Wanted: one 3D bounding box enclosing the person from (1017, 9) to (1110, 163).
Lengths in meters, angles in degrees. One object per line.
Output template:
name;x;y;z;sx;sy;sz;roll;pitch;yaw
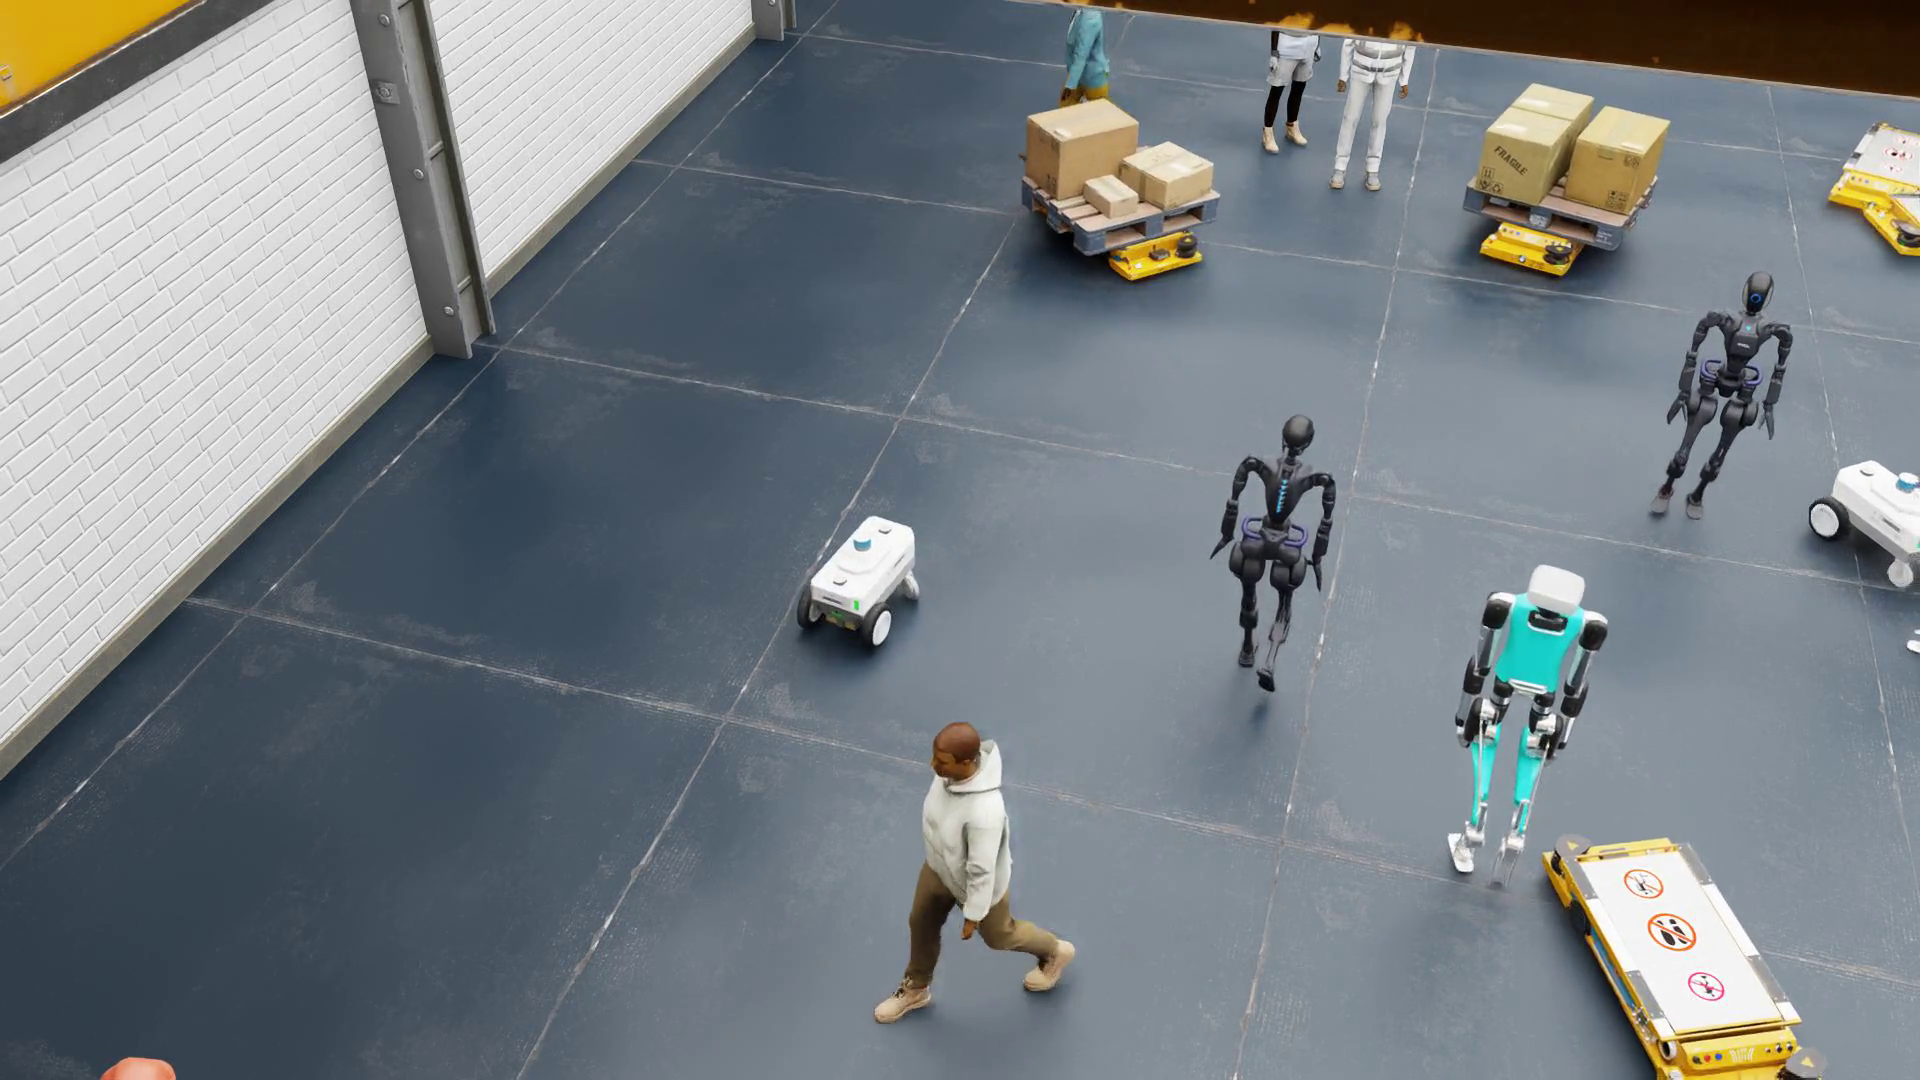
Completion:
person;0.975;-3.756;13.525;0.934;1.691;0.553;-5;39;-7

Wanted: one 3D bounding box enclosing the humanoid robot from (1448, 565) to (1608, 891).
humanoid robot;2.521;0.999;7.627;0.541;1.839;0.716;11;40;14

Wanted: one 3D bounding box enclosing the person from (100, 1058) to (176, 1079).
person;-2.561;2.397;5.692;0.542;1.939;0.361;-12;40;-15

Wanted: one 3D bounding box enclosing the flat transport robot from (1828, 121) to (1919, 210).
flat transport robot;7.764;-3.078;13.833;0.659;0.231;1.431;24;45;27

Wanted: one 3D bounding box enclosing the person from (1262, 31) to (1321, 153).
person;2.812;-4.100;13.961;0.539;1.699;0.316;-18;42;-21

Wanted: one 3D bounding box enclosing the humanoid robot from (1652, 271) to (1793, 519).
humanoid robot;4.580;-0.840;9.922;0.603;1.657;0.340;14;41;16

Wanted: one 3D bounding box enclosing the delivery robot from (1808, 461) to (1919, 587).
delivery robot;5.561;-0.140;9.958;0.499;0.606;0.807;-14;41;-17

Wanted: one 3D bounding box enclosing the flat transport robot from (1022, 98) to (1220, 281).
flat transport robot;1.233;-2.496;13.109;0.659;0.231;1.431;-19;42;-22

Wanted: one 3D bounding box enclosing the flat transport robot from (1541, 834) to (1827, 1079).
flat transport robot;3.276;1.928;7.607;0.659;0.231;1.431;-5;39;-7

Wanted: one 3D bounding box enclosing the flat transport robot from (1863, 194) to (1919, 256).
flat transport robot;7.979;-2.478;13.087;1.431;0.231;0.659;-1;39;-1

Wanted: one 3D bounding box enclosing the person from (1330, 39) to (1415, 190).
person;3.326;-3.724;13.350;0.572;1.883;0.354;6;39;7

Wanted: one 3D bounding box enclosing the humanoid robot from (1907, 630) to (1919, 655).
humanoid robot;5.528;-0.035;8.883;0.744;1.782;0.537;16;42;19

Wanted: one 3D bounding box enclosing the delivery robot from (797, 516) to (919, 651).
delivery robot;-0.550;0.220;9.495;0.521;0.585;0.757;18;42;21

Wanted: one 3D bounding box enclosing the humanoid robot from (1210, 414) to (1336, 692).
humanoid robot;1.615;0.099;8.767;0.609;1.642;0.567;10;40;12

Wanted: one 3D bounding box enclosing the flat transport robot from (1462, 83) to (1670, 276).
flat transport robot;4.693;-2.540;13.163;0.659;0.231;1.431;23;44;26

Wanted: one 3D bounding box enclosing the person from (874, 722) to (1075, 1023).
person;0.087;1.407;7.087;0.890;1.728;0.524;-20;43;-23
